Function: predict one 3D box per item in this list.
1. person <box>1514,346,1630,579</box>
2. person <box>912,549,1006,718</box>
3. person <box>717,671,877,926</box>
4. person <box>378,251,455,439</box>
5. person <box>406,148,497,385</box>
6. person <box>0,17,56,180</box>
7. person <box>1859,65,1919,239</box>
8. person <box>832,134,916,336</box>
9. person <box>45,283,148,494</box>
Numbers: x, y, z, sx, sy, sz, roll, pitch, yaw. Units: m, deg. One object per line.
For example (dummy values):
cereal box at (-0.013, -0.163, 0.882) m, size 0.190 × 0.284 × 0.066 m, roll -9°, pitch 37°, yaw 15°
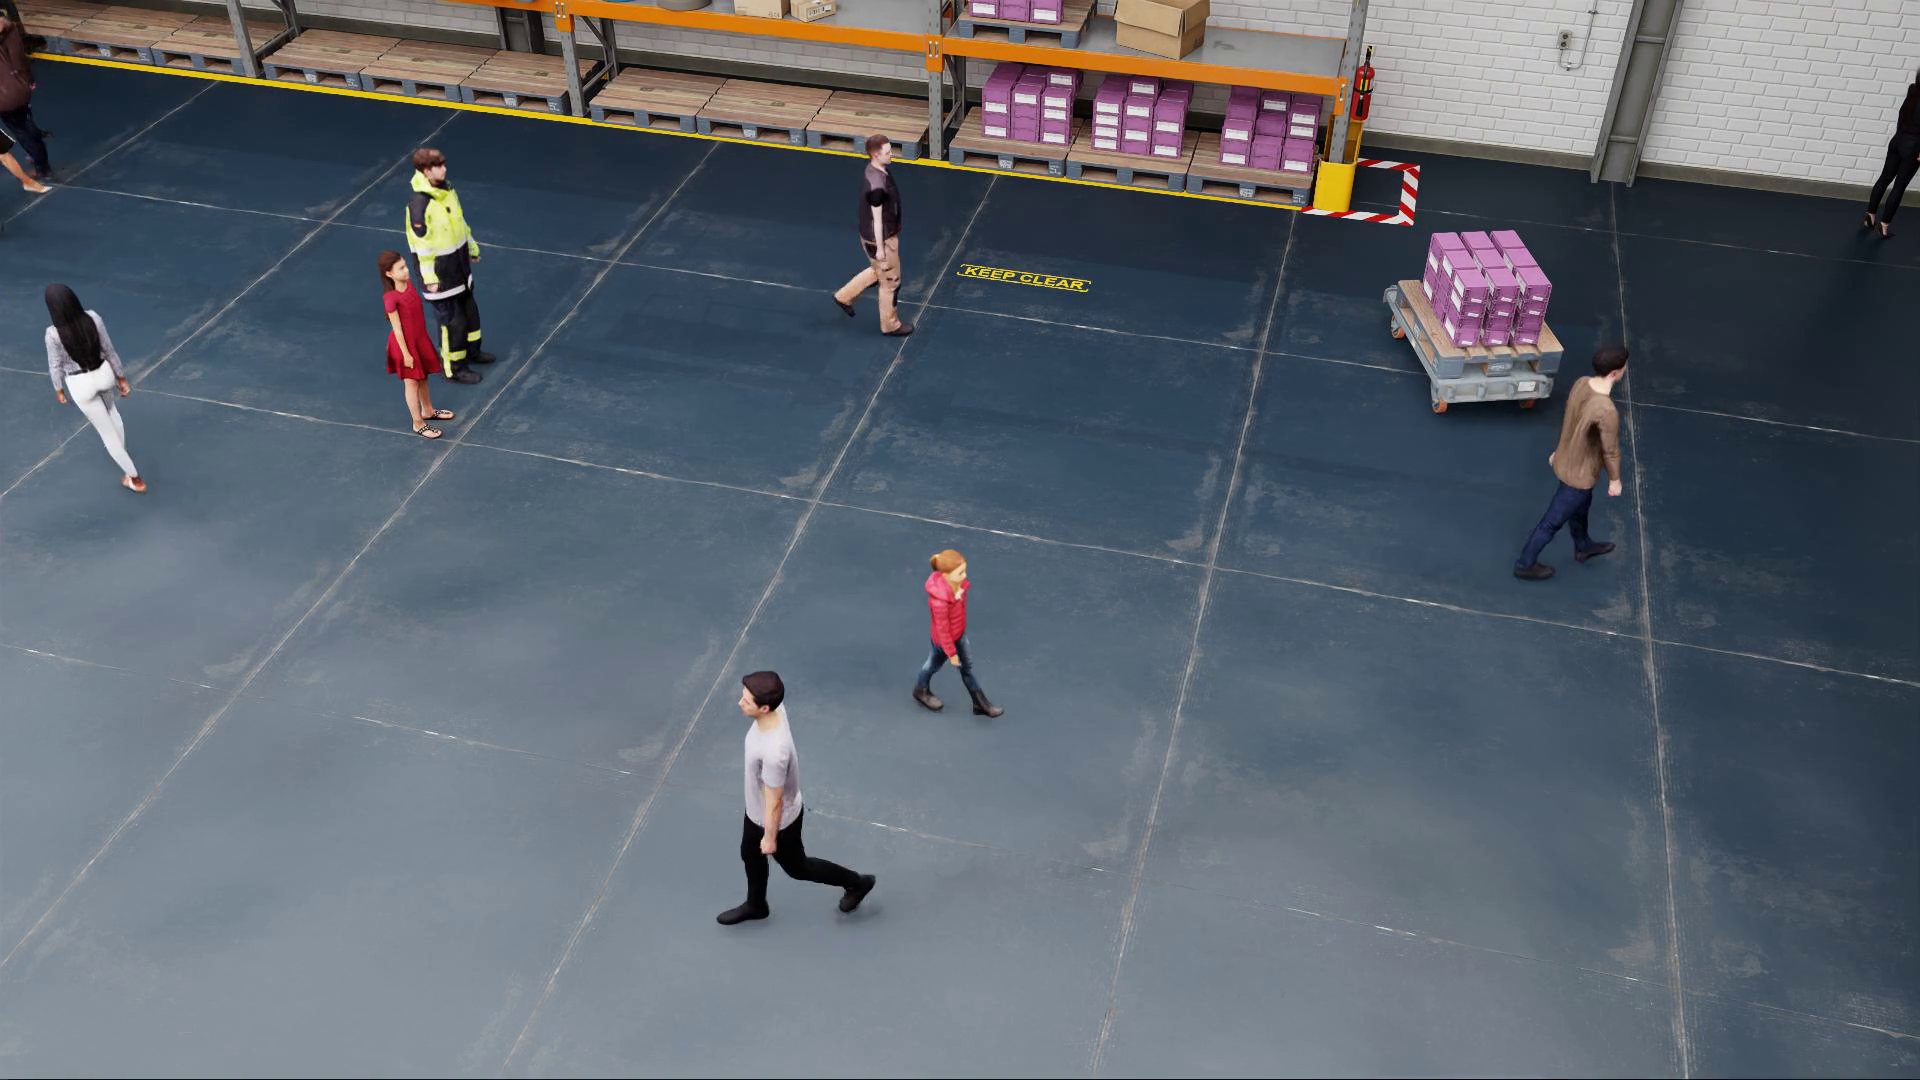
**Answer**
person at (4.116, -0.476, 11.306) m, size 1.086 × 1.858 × 0.856 m, roll -1°, pitch 39°, yaw -2°
person at (-0.134, 0.593, 10.422) m, size 0.915 × 1.290 × 0.687 m, roll 22°, pitch 44°, yaw 25°
person at (-0.893, 1.442, 8.923) m, size 1.241 × 1.835 × 1.038 m, roll -10°, pitch 40°, yaw -12°
person at (-4.261, -1.536, 12.880) m, size 0.624 × 1.550 × 0.561 m, roll 5°, pitch 39°, yaw 7°
person at (-4.204, -2.237, 13.423) m, size 0.691 × 1.969 × 0.812 m, roll 8°, pitch 39°, yaw 10°
person at (-9.222, -4.367, 16.204) m, size 0.825 × 1.826 × 0.802 m, roll 15°, pitch 41°, yaw 18°
person at (8.751, -3.622, 15.363) m, size 0.631 × 1.712 × 0.642 m, roll -7°, pitch 39°, yaw -8°
person at (-0.762, -2.549, 13.930) m, size 1.041 × 1.823 × 0.880 m, roll -3°, pitch 39°, yaw -4°
person at (-6.299, -1.079, 12.186) m, size 0.999 × 1.703 × 0.794 m, roll 23°, pitch 44°, yaw 26°
